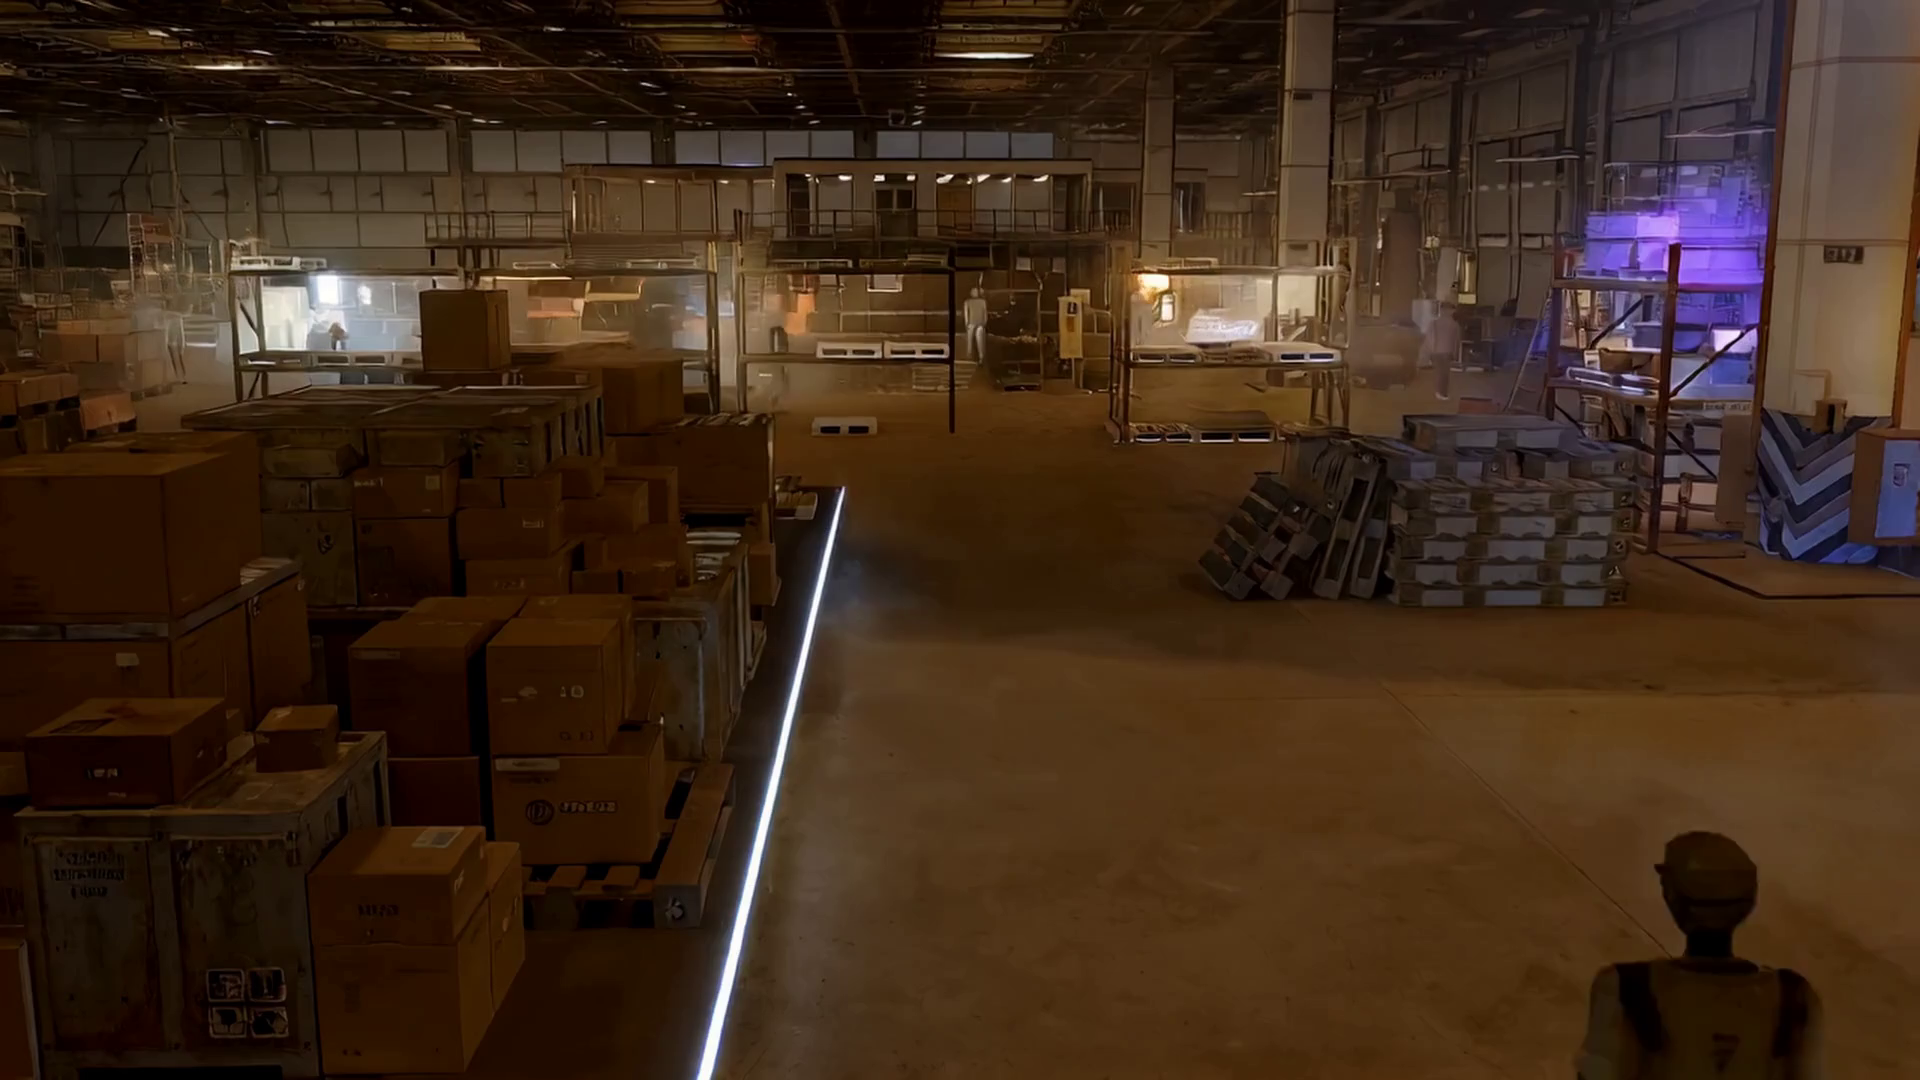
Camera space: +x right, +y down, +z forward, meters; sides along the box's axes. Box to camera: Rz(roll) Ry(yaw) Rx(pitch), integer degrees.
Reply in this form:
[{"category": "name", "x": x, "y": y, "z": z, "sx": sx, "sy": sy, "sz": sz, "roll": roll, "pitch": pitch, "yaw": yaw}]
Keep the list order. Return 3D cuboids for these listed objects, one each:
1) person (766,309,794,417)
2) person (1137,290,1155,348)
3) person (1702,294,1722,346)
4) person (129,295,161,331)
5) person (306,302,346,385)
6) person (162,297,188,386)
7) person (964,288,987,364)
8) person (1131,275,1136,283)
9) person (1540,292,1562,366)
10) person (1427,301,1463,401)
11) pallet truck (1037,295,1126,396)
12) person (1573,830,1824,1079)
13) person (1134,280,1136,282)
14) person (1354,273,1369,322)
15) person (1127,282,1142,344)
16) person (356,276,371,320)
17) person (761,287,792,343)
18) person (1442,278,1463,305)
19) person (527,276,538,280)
[{"category": "person", "x": -3.109, "y": -3.056, "z": 28.805, "sx": 0.425, "sy": 1.873, "sz": 0.599, "roll": -5, "pitch": 11, "yaw": -24}, {"category": "person", "x": 4.666, "y": -5.365, "z": 41.816, "sx": 0.537, "sy": 1.826, "sz": 0.966, "roll": 9, "pitch": 14, "yaw": 42}, {"category": "person", "x": 15.903, "y": -4.243, "z": 35.263, "sx": 0.361, "sy": 1.930, "sz": 0.588, "roll": 9, "pitch": 14, "yaw": 43}, {"category": "person", "x": -17.298, "y": -4.234, "z": 35.279, "sx": 0.622, "sy": 1.911, "sz": 1.022, "roll": -2, "pitch": 10, "yaw": -9}, {"category": "person", "x": -10.660, "y": -2.972, "z": 27.874, "sx": 0.683, "sy": 2.000, "sz": 0.536, "roll": 1, "pitch": 10, "yaw": 7}, {"category": "person", "x": -16.607, "y": -4.191, "z": 35.145, "sx": 0.316, "sy": 1.870, "sz": 0.531, "roll": 6, "pitch": 12, "yaw": 30}, {"category": "person", "x": 0.398, "y": -5.327, "z": 41.443, "sx": 0.650, "sy": 1.890, "sz": 1.035, "roll": -4, "pitch": 11, "yaw": -21}, {"category": "person", "x": 6.302, "y": -8.917, "z": 61.284, "sx": 0.378, "sy": 1.936, "sz": 0.548, "roll": 3, "pitch": 10, "yaw": 14}, {"category": "person", "x": 14.452, "y": -5.148, "z": 40.583, "sx": 0.622, "sy": 1.825, "sz": 0.625, "roll": -4, "pitch": 11, "yaw": -21}, {"category": "person", "x": 9.262, "y": -3.599, "z": 31.759, "sx": 0.618, "sy": 1.898, "sz": 0.504, "roll": 5, "pitch": 11, "yaw": 27}, {"category": "pallet truck", "x": 2.483, "y": -3.881, "z": 33.060, "sx": 1.885, "sy": 1.965, "sz": 0.823, "roll": -7, "pitch": 13, "yaw": -36}, {"category": "person", "x": 1.718, "y": 1.501, "z": 3.948, "sx": 0.532, "sy": 1.680, "sz": 0.366, "roll": 0, "pitch": 10, "yaw": 1}, {"category": "person", "x": 6.893, "y": -10.062, "z": 67.901, "sx": 0.573, "sy": 1.857, "sz": 0.919, "roll": -1, "pitch": 10, "yaw": -6}, {"category": "person", "x": 14.489, "y": -8.705, "z": 60.144, "sx": 0.617, "sy": 1.928, "sz": 0.811, "roll": 0, "pitch": 10, "yaw": -1}, {"category": "person", "x": 5.212, "y": -6.776, "z": 49.679, "sx": 0.431, "sy": 1.833, "sz": 0.629, "roll": 5, "pitch": 12, "yaw": 28}, {"category": "person", "x": -19.341, "y": -7.596, "z": 53.975, "sx": 0.391, "sy": 1.921, "sz": 0.593, "roll": 4, "pitch": 11, "yaw": 19}, {"category": "person", "x": -5.494, "y": -6.734, "z": 49.814, "sx": 0.910, "sy": 1.690, "sz": 0.524, "roll": -4, "pitch": 11, "yaw": -22}, {"category": "person", "x": 14.378, "y": -6.658, "z": 48.591, "sx": 0.622, "sy": 1.977, "sz": 0.448, "roll": 1, "pitch": 10, "yaw": 5}, {"category": "person", "x": -19.279, "y": -11.347, "z": 75.179, "sx": 0.528, "sy": 1.807, "sz": 0.881, "roll": 1, "pitch": 10, "yaw": 6}]
